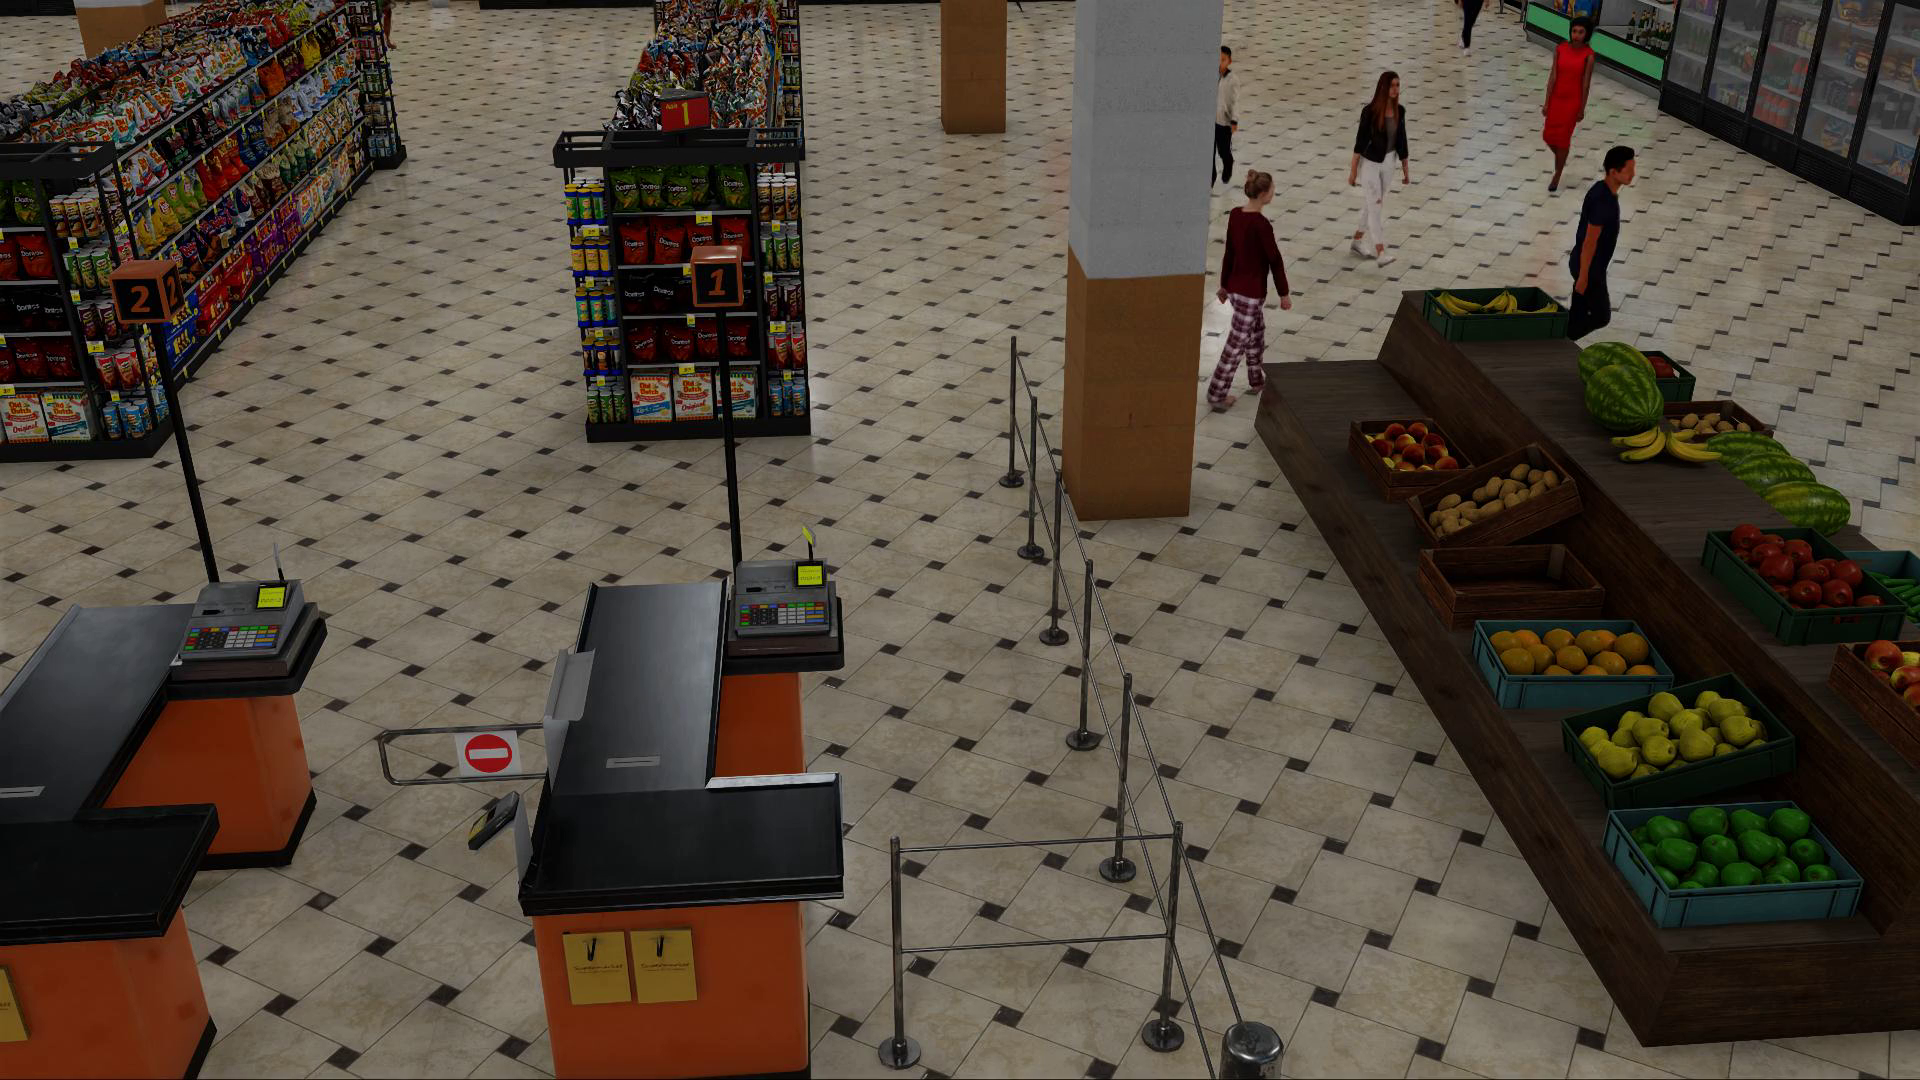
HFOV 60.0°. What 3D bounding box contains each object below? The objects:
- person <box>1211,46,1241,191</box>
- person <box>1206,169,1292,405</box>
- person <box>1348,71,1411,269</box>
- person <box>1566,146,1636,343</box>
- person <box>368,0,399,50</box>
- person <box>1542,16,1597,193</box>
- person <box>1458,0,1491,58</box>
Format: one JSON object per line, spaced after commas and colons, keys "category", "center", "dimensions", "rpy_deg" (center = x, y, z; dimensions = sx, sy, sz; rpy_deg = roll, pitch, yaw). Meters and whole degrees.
{"category": "person", "center": [2.634, -4.272, 16.867], "dimensions": [0.793, 1.440, 0.882], "rpy_deg": [14, 30, 25]}
{"category": "person", "center": [1.931, -1.682, 11.587], "dimensions": [0.819, 1.596, 0.879], "rpy_deg": [-10, 28, -18]}
{"category": "person", "center": [3.631, -3.274, 14.651], "dimensions": [0.820, 1.665, 1.154], "rpy_deg": [-9, 28, -18]}
{"category": "person", "center": [4.443, -1.963, 11.949], "dimensions": [0.919, 1.770, 0.799], "rpy_deg": [8, 28, 15]}
{"category": "person", "center": [-8.381, -7.782, 23.577], "dimensions": [0.855, 1.632, 0.789], "rpy_deg": [19, 32, 32]}
{"category": "person", "center": [6.161, -4.413, 16.826], "dimensions": [0.826, 1.728, 0.895], "rpy_deg": [18, 32, 32]}
{"category": "person", "center": [7.192, -7.635, 23.330], "dimensions": [0.729, 1.593, 1.159], "rpy_deg": [2, 27, 4]}
